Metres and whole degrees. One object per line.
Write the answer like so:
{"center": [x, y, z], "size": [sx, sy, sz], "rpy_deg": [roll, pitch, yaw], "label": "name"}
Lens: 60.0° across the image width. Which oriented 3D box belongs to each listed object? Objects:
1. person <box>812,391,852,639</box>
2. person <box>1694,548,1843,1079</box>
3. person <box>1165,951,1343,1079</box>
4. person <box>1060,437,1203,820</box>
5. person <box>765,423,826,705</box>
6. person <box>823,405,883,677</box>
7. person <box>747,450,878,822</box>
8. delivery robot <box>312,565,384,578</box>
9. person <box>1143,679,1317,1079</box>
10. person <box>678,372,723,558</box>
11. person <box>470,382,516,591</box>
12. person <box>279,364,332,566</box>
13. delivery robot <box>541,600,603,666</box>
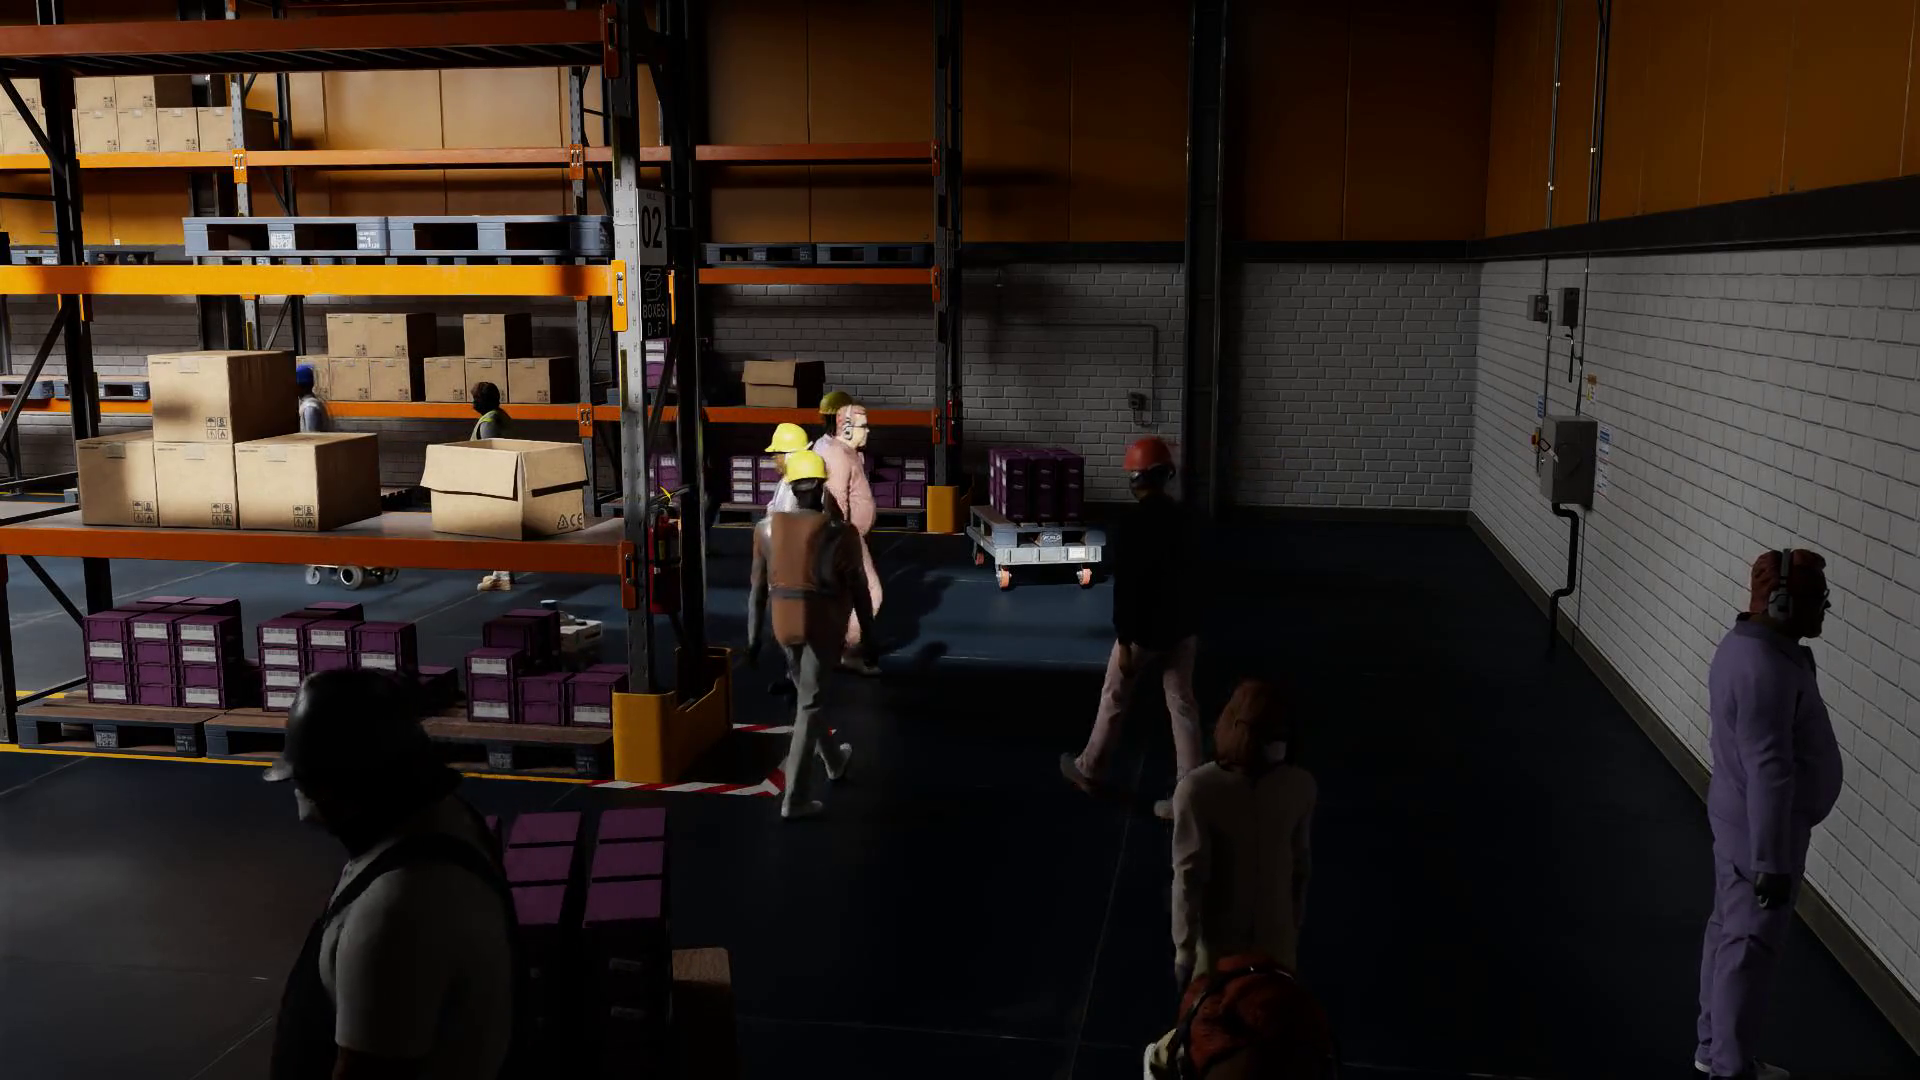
{"center": [-0.918, -0.138, 12.288], "size": [0.363, 1.929, 0.585], "rpy_deg": [0, 9, -2], "label": "person"}
{"center": [2.674, 0.967, 5.500], "size": [0.408, 1.906, 0.653], "rpy_deg": [3, 10, 18], "label": "person"}
{"center": [0.378, 1.488, 2.340], "size": [0.572, 1.883, 0.355], "rpy_deg": [-2, 9, -13], "label": "person"}
{"center": [0.924, 0.442, 8.611], "size": [0.608, 1.938, 1.032], "rpy_deg": [-6, 11, -32], "label": "person"}
{"center": [-1.064, 0.152, 10.795], "size": [0.404, 1.828, 0.592], "rpy_deg": [-4, 10, -21], "label": "person"}
{"center": [-0.716, 0.011, 11.473], "size": [0.501, 1.891, 0.678], "rpy_deg": [-1, 9, -6], "label": "person"}
{"center": [-0.747, 0.465, 8.733], "size": [0.623, 1.858, 0.997], "rpy_deg": [4, 10, 24], "label": "person"}
{"center": [-5.473, 0.089, 14.840], "size": [0.707, 0.478, 0.477], "rpy_deg": [4, 10, 24], "label": "delivery robot"}
{"center": [0.816, 1.181, 5.075], "size": [0.498, 1.610, 0.656], "rpy_deg": [-3, 10, -18], "label": "person"}
{"center": [-2.491, -0.716, 16.171], "size": [0.520, 1.829, 0.551], "rpy_deg": [0, 9, -3], "label": "person"}
{"center": [-4.124, -0.475, 14.652], "size": [0.429, 1.840, 0.630], "rpy_deg": [-1, 9, -5], "label": "person"}
{"center": [-6.296, -0.718, 15.928], "size": [0.779, 1.918, 0.635], "rpy_deg": [-3, 10, -16], "label": "person"}
{"center": [-2.798, 0.652, 11.342], "size": [0.707, 0.478, 0.477], "rpy_deg": [4, 10, 21], "label": "delivery robot"}
